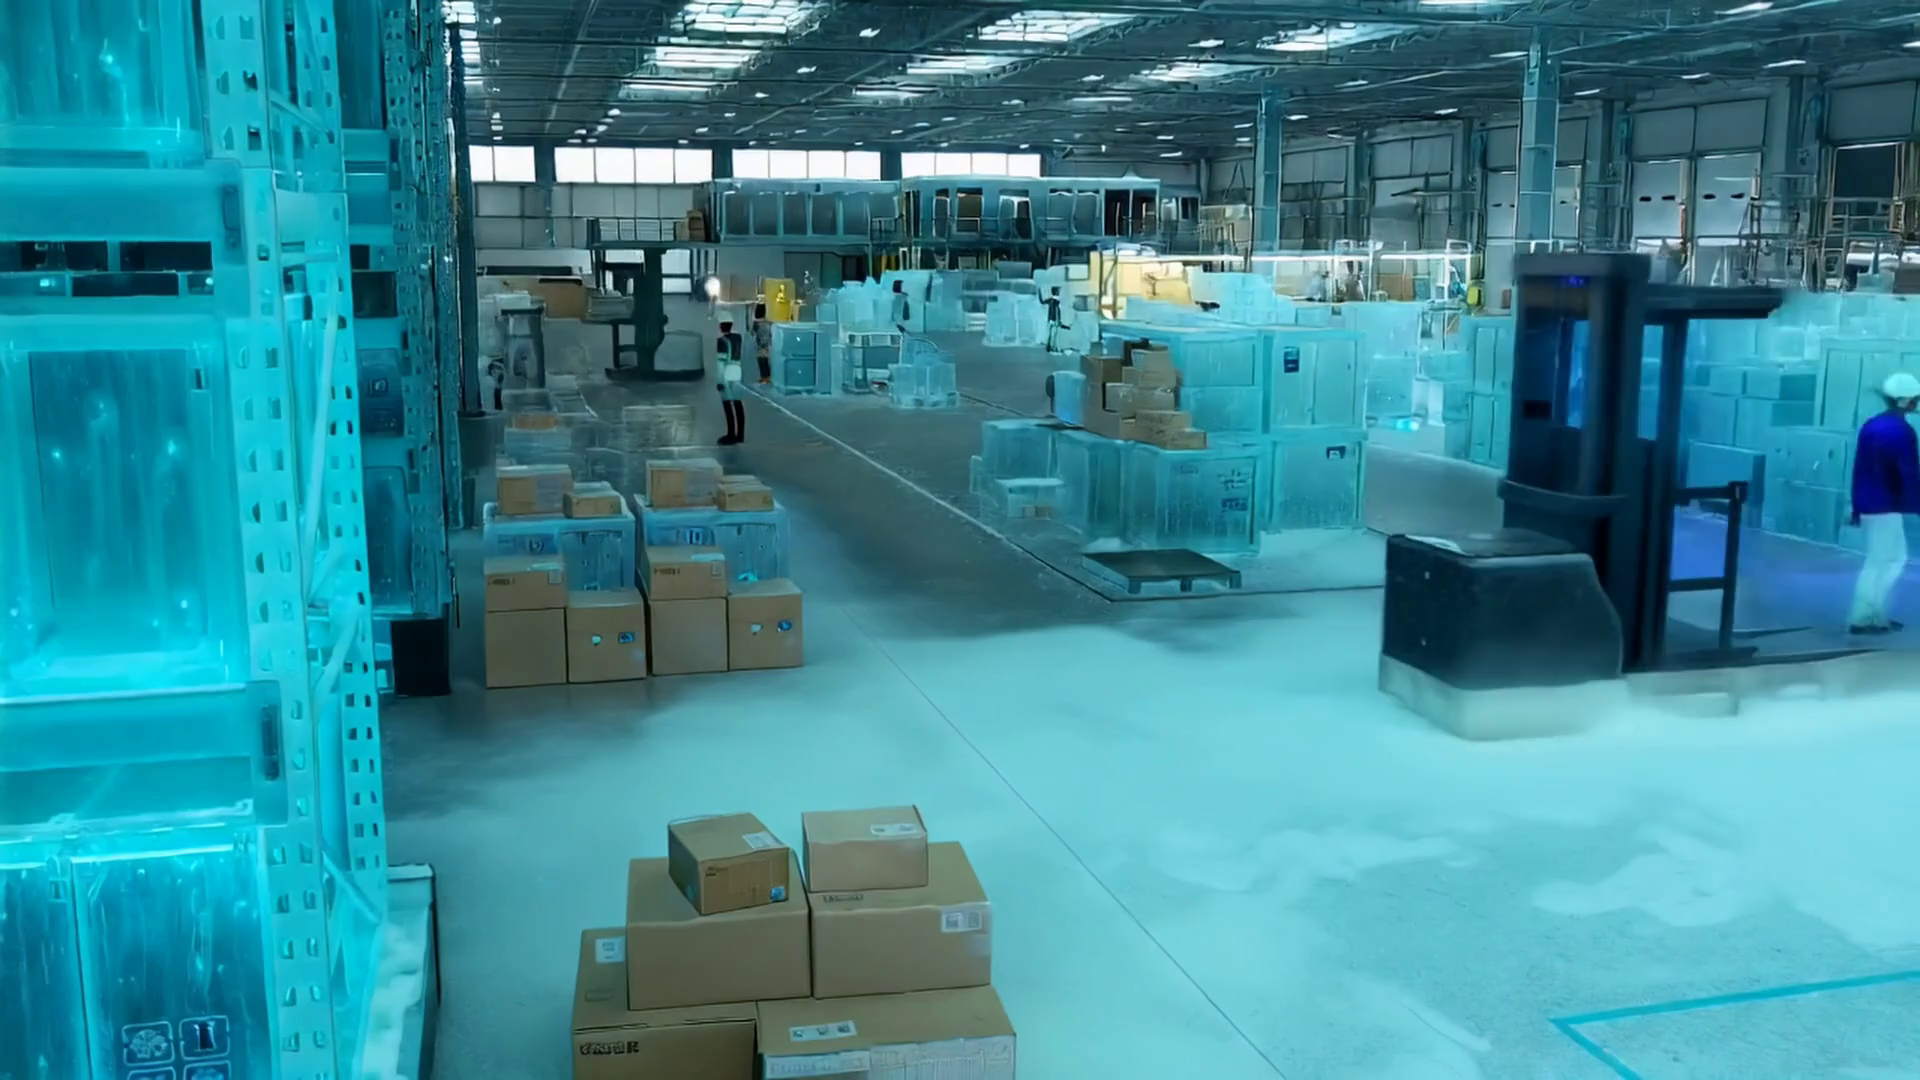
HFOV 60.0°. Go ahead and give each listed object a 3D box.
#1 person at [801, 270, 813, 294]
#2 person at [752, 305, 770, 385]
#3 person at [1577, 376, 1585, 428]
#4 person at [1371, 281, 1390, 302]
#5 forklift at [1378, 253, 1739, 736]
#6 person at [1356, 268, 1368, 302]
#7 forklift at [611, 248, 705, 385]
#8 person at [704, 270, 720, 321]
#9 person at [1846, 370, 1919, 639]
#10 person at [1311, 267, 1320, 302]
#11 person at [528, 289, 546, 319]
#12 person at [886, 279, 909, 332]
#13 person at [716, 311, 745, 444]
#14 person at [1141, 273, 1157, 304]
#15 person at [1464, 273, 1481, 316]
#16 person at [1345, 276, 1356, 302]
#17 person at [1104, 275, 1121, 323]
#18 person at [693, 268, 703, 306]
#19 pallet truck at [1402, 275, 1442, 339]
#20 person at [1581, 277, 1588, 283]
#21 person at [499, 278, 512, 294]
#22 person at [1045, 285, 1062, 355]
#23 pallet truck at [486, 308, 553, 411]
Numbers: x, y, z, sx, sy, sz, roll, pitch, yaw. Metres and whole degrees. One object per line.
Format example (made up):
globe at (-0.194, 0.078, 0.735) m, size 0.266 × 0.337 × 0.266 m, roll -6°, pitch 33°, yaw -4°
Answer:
person at (-6.821, -11.191, 74.511) m, size 0.985 × 1.838 × 0.584 m, roll -6°, pitch 12°, yaw -31°
person at (-4.139, -4.059, 34.585) m, size 0.386 × 1.662 × 0.676 m, roll -6°, pitch 12°, yaw -32°
person at (6.577, -1.047, 17.043) m, size 0.632 × 1.841 × 0.429 m, roll -7°, pitch 12°, yaw -34°
person at (12.138, -6.557, 48.118) m, size 0.584 × 1.884 × 0.347 m, roll 3°, pitch 11°, yaw 18°
forklift at (3.663, -0.342, 10.111) m, size 1.873 × 2.768 × 1.129 m, roll -3°, pitch 10°, yaw -15°
person at (20.091, -12.713, 83.194) m, size 0.632 × 1.812 × 0.861 m, roll -2°, pitch 10°, yaw -13°
forklift at (-6.339, -4.677, 34.654) m, size 1.873 × 2.768 × 1.129 m, roll -3°, pitch 10°, yaw -15°
person at (-9.625, -9.397, 63.987) m, size 0.641 × 1.951 × 0.939 m, roll 8°, pitch 13°, yaw 38°
person at (6.805, -0.239, 12.094) m, size 0.608 × 1.974 × 0.623 m, roll 1°, pitch 10°, yaw 8°
person at (16.363, -11.620, 76.639) m, size 0.397 × 1.939 × 0.602 m, roll 2°, pitch 10°, yaw 14°
person at (-12.325, -6.494, 48.511) m, size 0.530 × 1.605 × 0.767 m, roll -2°, pitch 10°, yaw -10°
person at (-1.781, -6.446, 47.331) m, size 0.558 × 1.942 × 0.641 m, roll -9°, pitch 13°, yaw -40°
person at (-3.373, -2.372, 24.288) m, size 0.376 × 1.933 × 0.545 m, roll 7°, pitch 12°, yaw 33°
person at (6.552, -8.304, 57.574) m, size 1.094 × 2.000 × 0.687 m, roll 8°, pitch 13°, yaw 37°
person at (18.364, -8.597, 59.597) m, size 0.584 × 1.918 × 0.407 m, roll -1°, pitch 10°, yaw -8°
person at (17.257, -10.974, 73.172) m, size 0.975 × 1.866 × 0.592 m, roll -8°, pitch 13°, yaw -37°
person at (5.040, -7.790, 54.986) m, size 0.569 × 1.923 × 0.412 m, roll 2°, pitch 10°, yaw 11°
person at (-12.652, -12.280, 80.732) m, size 0.456 × 1.820 × 0.518 m, roll 4°, pitch 11°, yaw 24°
pallet truck at (14.620, -7.324, 52.145) m, size 0.823 × 1.965 × 1.885 m, roll 8°, pitch 13°, yaw 40°
person at (23.695, -9.237, 63.449) m, size 0.541 × 1.826 × 0.915 m, roll -3°, pitch 11°, yaw -17°
person at (-16.787, -8.822, 61.467) m, size 0.501 × 1.695 × 0.895 m, roll -9°, pitch 13°, yaw -40°
person at (2.492, -5.829, 44.090) m, size 0.334 × 1.861 × 0.501 m, roll -8°, pitch 13°, yaw -40°
pallet truck at (-6.242, -2.418, 24.362) m, size 0.823 × 1.965 × 1.885 m, roll 1°, pitch 10°, yaw 3°
